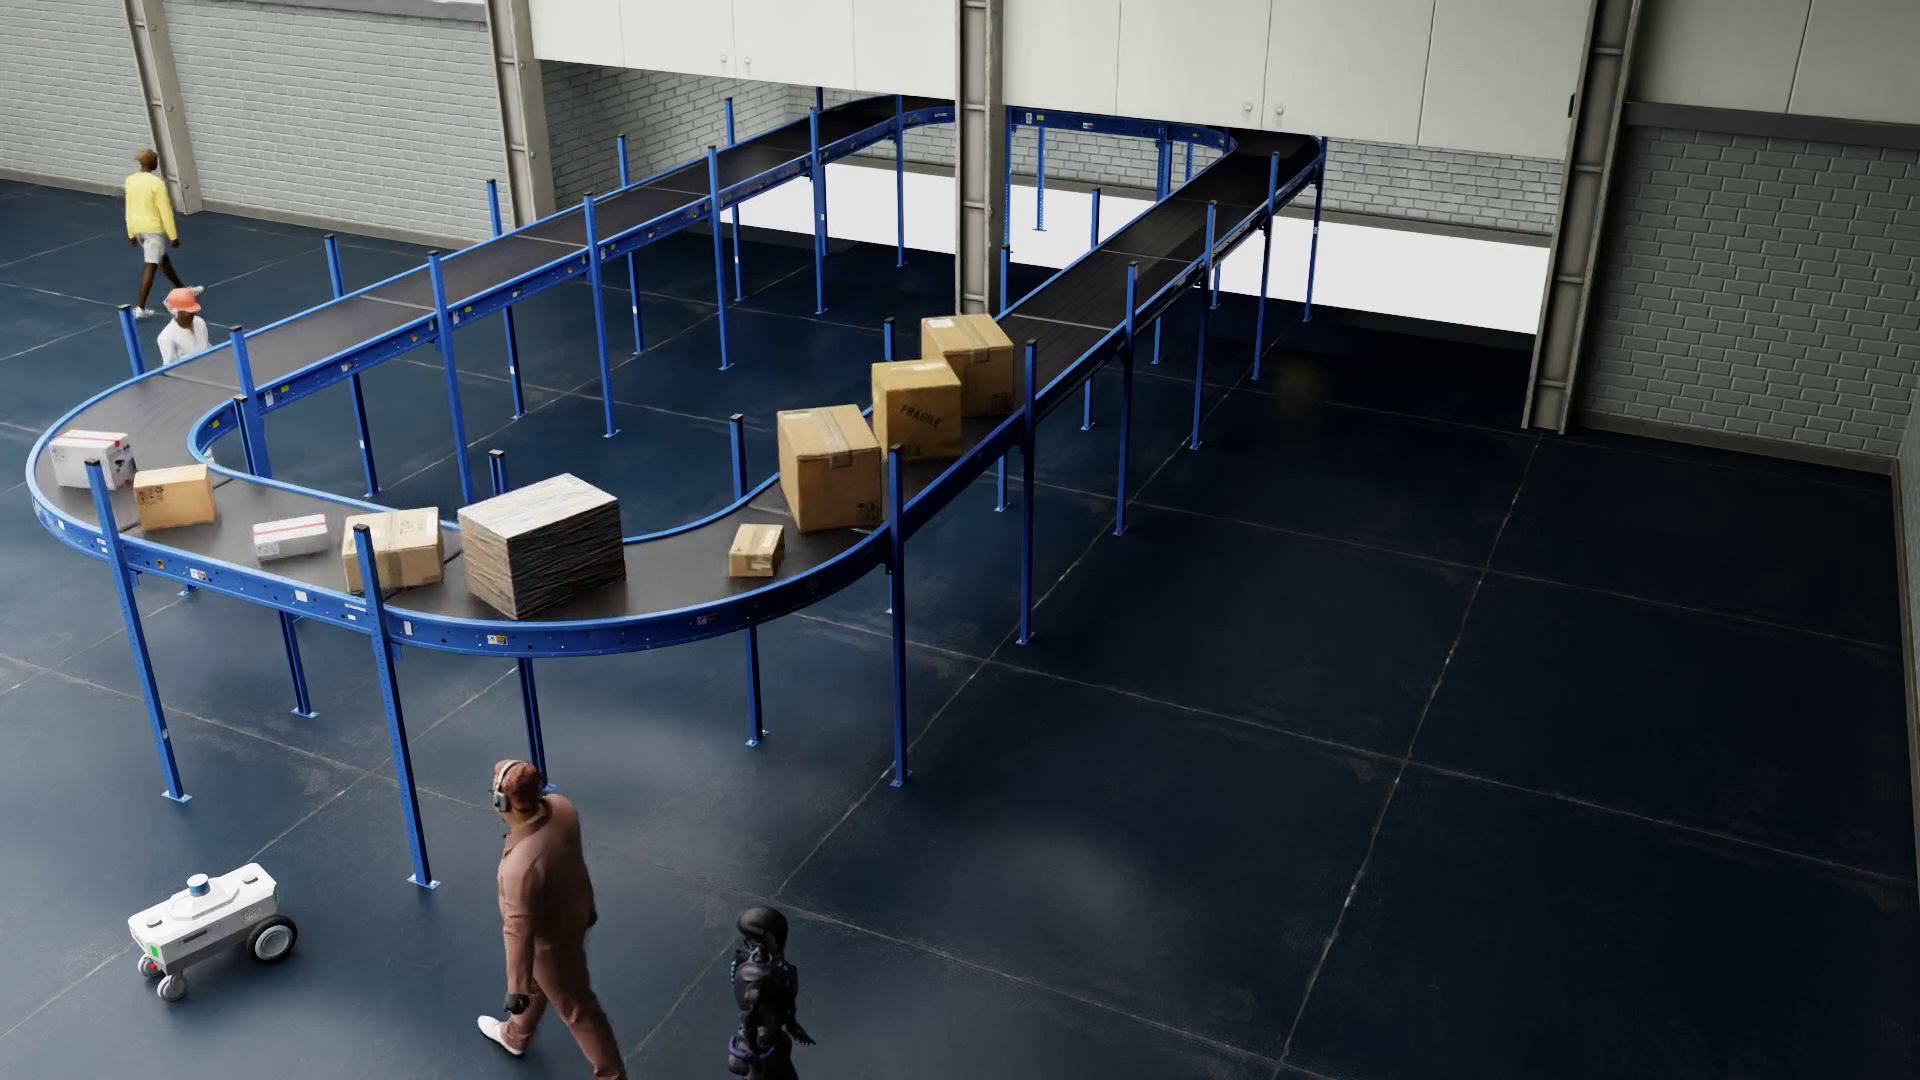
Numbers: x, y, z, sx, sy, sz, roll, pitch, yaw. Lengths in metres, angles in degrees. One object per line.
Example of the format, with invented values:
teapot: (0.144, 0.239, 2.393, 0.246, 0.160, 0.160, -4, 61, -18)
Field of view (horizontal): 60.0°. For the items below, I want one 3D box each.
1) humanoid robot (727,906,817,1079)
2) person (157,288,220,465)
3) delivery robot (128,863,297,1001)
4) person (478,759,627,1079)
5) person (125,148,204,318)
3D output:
humanoid robot: (-0.908, 2.275, 7.358, 0.757, 1.631, 0.595, 3, 27, 7)
person: (-6.714, -1.376, 14.608, 0.452, 1.758, 0.567, 6, 27, 11)
delivery robot: (-4.036, 2.074, 8.997, 0.803, 0.614, 0.499, -24, 35, -39)
person: (-2.031, 1.893, 7.886, 0.875, 1.851, 0.705, 0, 26, 0)
person: (-9.080, -3.458, 18.692, 0.552, 1.828, 1.083, 11, 28, 20)
